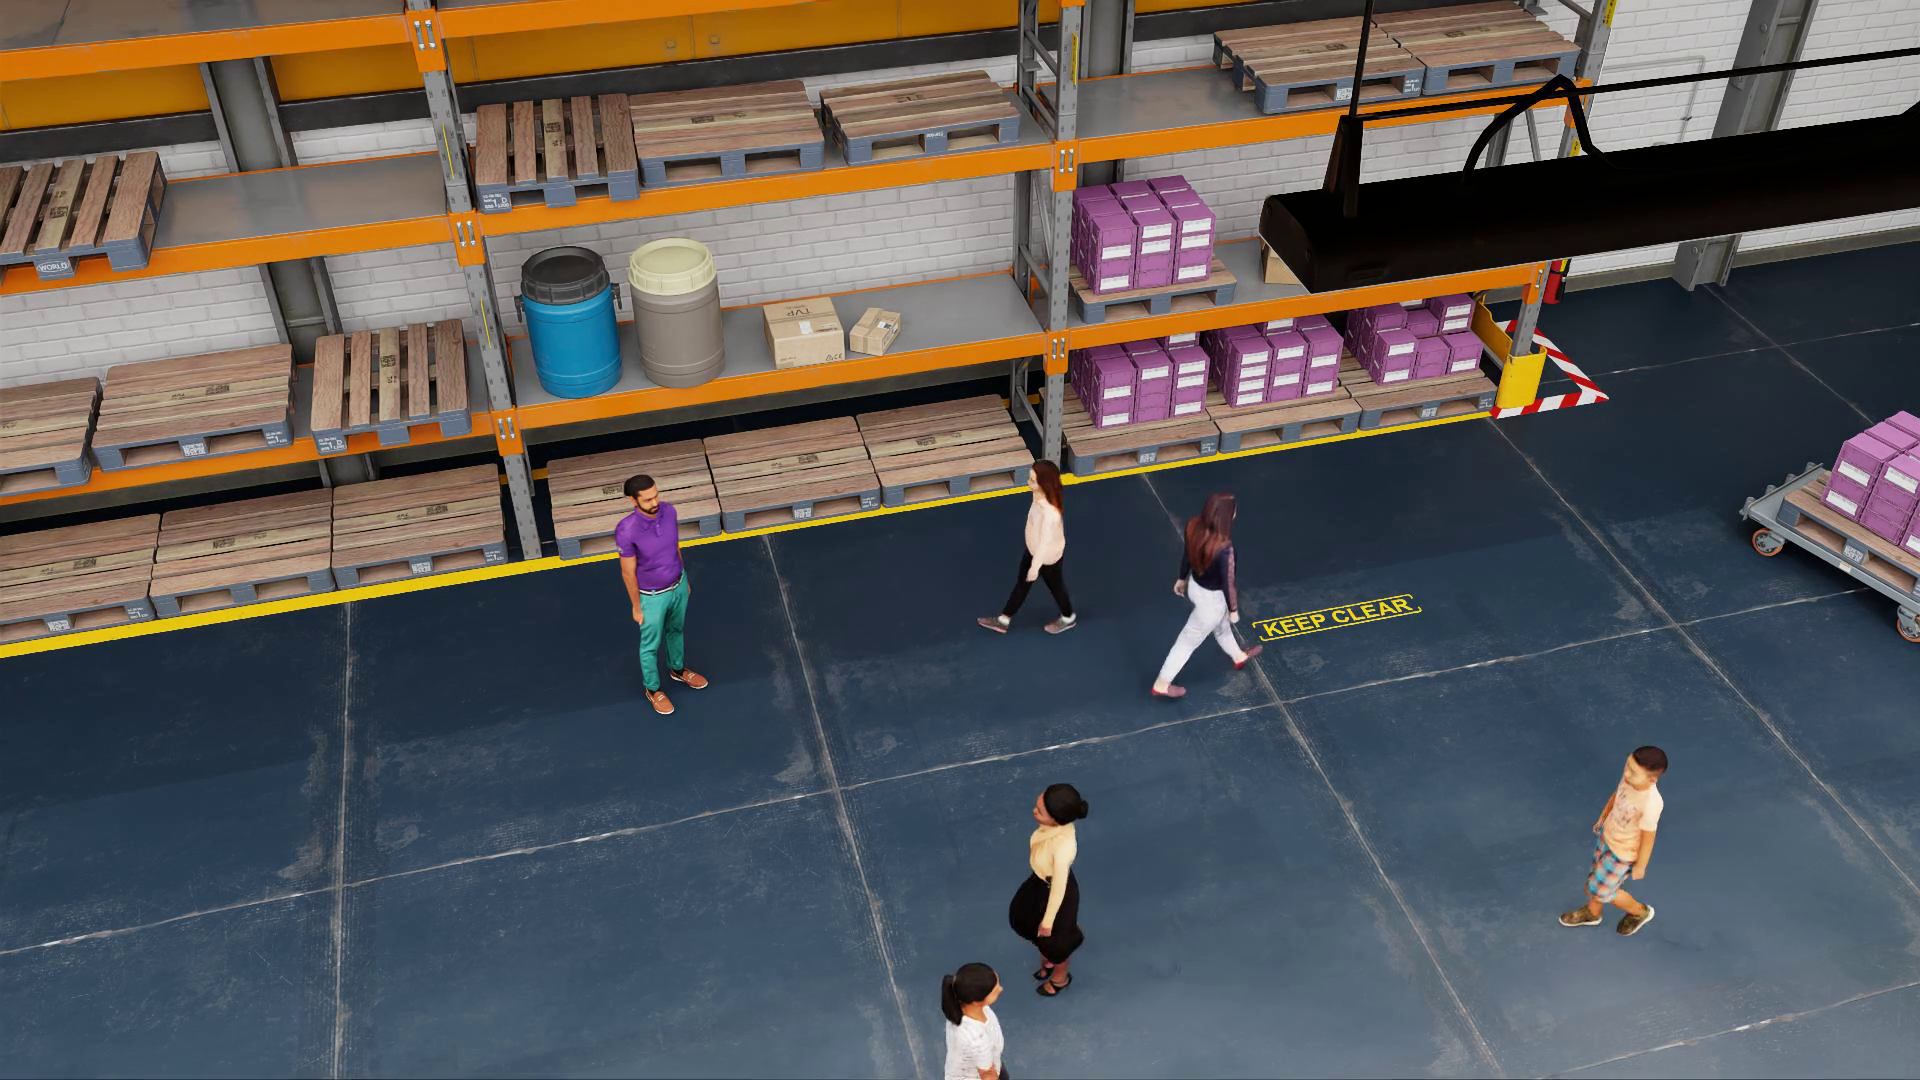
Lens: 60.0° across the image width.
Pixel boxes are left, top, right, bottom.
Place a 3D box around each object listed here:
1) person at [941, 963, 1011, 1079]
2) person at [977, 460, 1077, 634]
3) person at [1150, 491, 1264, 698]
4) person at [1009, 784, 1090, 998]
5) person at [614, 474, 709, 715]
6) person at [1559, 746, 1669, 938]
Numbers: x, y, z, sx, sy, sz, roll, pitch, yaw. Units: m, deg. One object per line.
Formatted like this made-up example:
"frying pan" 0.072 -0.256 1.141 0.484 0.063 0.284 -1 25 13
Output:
"person" -0.026 2.575 7.877 0.651 1.628 0.610 -4 39 -5
"person" 0.627 0.081 11.145 0.907 1.447 0.582 -11 40 -13
"person" 1.529 0.405 10.657 1.151 1.549 0.757 -14 41 -17
"person" 0.566 1.867 8.749 0.658 1.647 0.636 -3 39 -4
"person" -1.932 0.308 10.604 0.786 1.768 0.704 26 45 29
"person" 3.716 1.670 9.153 0.732 1.449 0.626 -2 39 -2
